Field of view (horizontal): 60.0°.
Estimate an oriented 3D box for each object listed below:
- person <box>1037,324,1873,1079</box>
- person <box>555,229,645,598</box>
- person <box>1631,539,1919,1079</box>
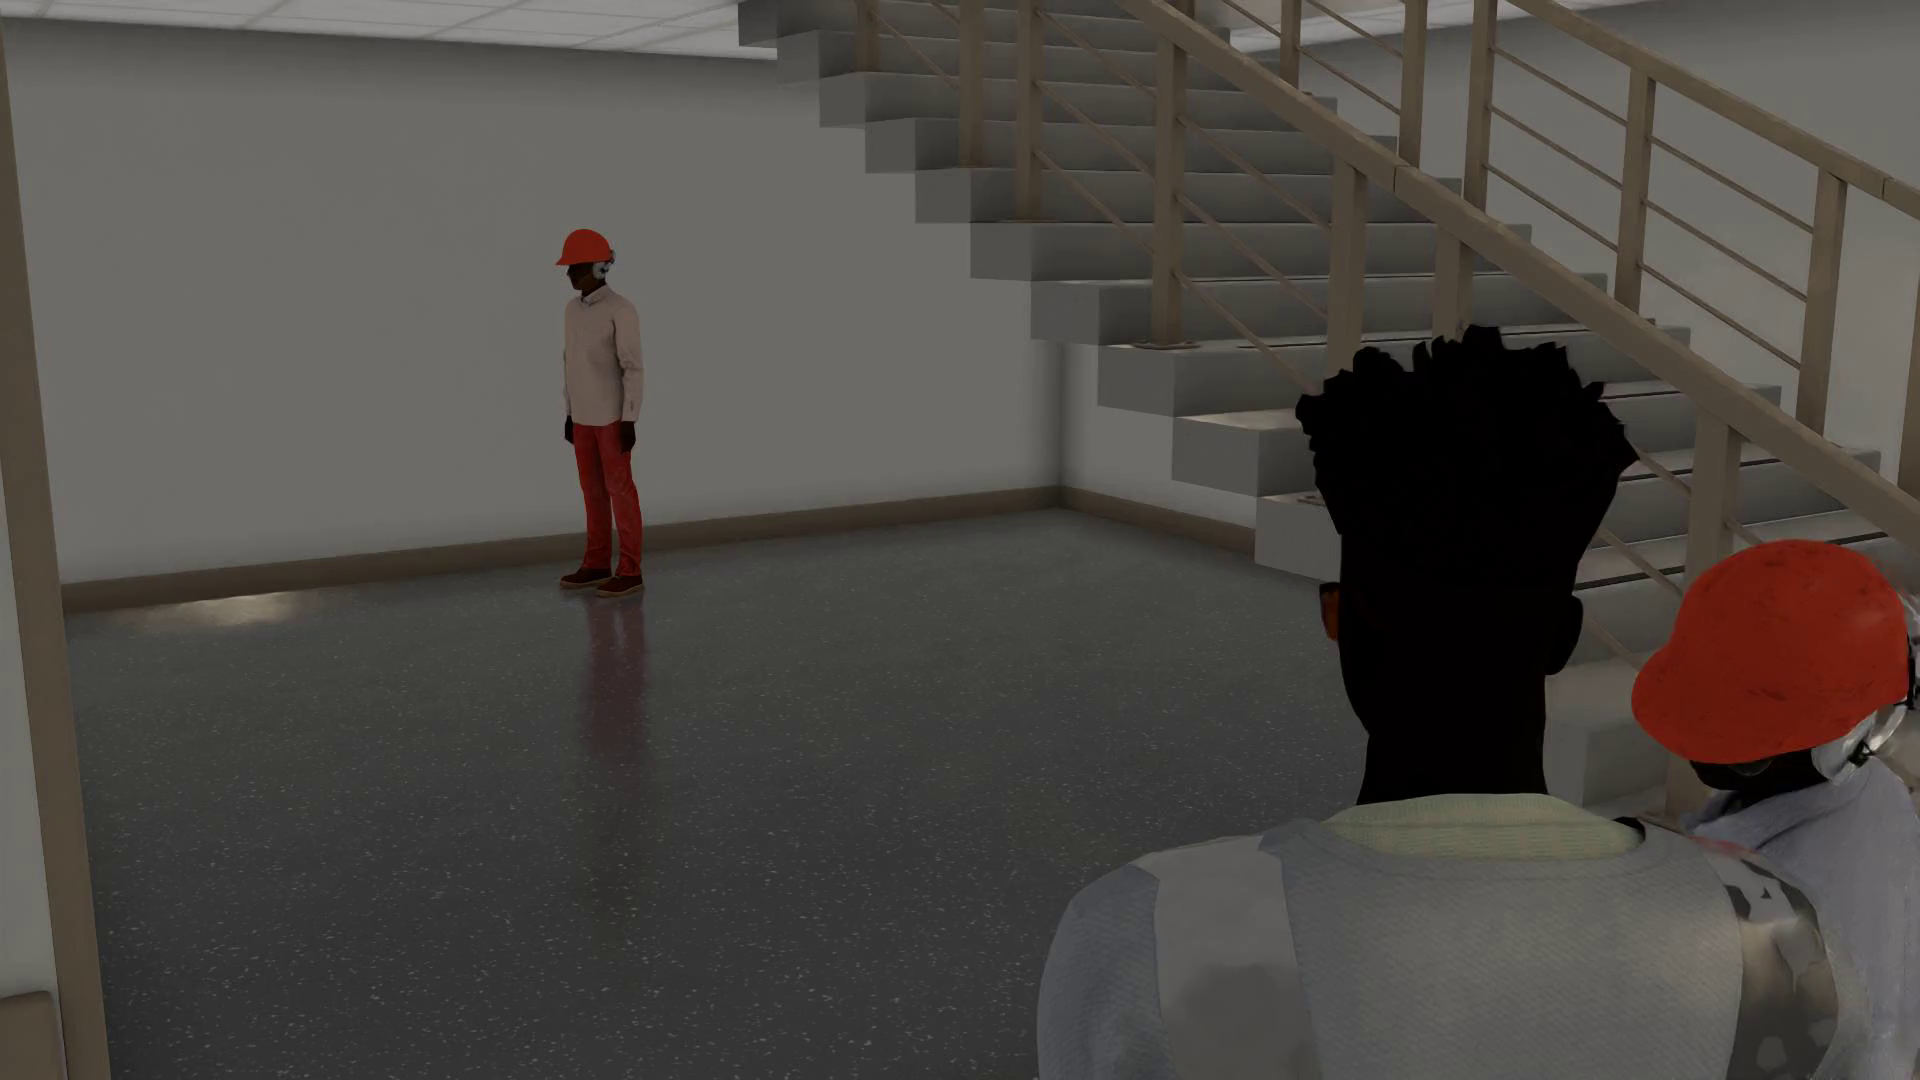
[{"bbox_3d":[0.338,0.818,1.295,0.615,1.951,0.389,-2,11,-9],"label":"person"},{"bbox_3d":[-1.976,-0.683,9.060,0.623,1.989,0.401,10,15,42],"label":"person"},{"bbox_3d":[0.888,0.810,1.981,0.510,1.701,0.601,9,14,41],"label":"person"}]
